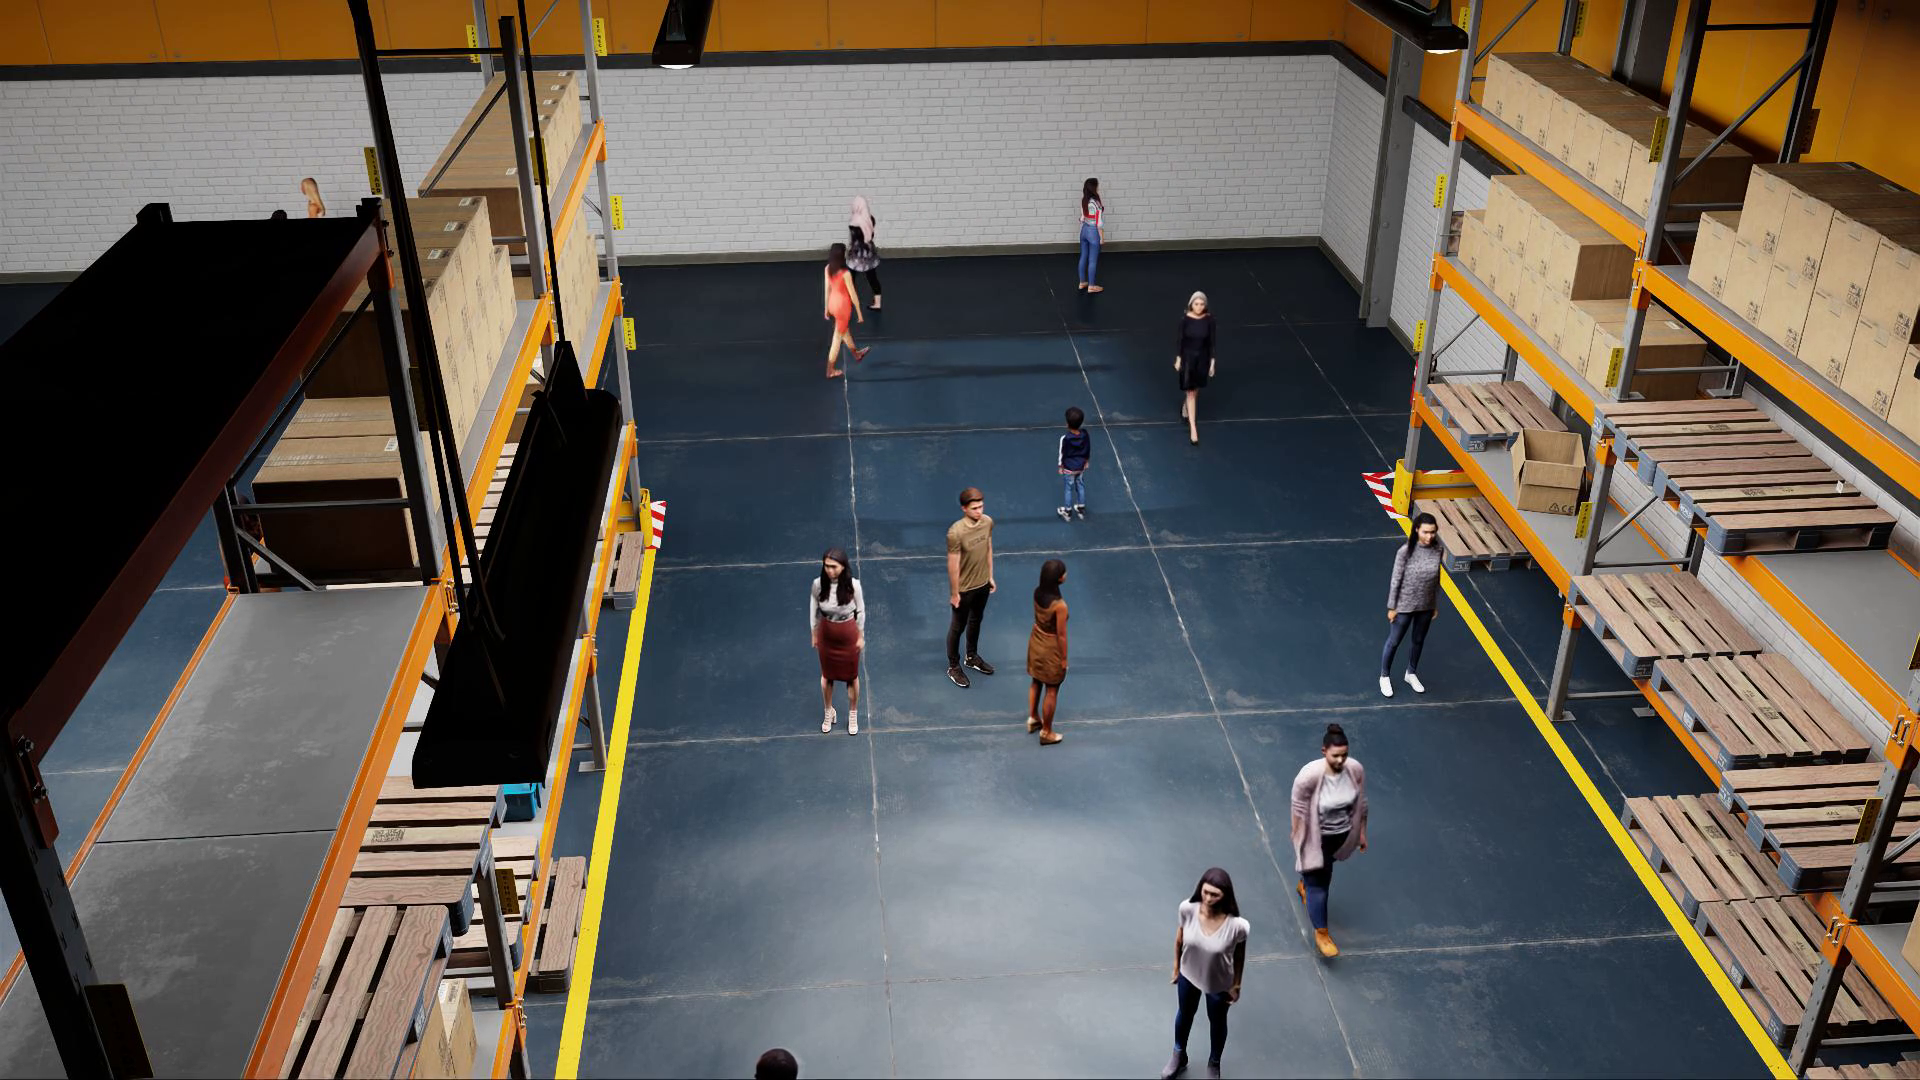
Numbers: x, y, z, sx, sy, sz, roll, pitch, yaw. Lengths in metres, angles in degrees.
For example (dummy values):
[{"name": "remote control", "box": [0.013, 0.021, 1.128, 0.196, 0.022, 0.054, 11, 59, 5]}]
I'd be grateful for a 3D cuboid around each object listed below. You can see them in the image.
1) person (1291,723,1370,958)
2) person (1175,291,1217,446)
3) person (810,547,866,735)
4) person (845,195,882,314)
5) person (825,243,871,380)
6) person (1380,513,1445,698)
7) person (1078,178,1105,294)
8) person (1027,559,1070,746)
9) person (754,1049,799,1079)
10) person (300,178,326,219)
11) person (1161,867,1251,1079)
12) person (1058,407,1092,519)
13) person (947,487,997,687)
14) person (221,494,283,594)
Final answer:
[{"name": "person", "box": [2.537, 1.988, 11.684, 0.830, 1.701, 1.133, -8, 30, -15]}, {"name": "person", "box": [2.680, -2.023, 19.048, 0.612, 1.690, 1.145, -1, 29, -2]}, {"name": "person", "box": [-1.001, 0.836, 13.745, 0.649, 1.749, 0.590, 4, 29, 7]}, {"name": "person", "box": [-1.237, -3.830, 22.454, 1.078, 1.603, 1.053, 19, 34, 30]}, {"name": "person", "box": [-1.521, -2.778, 20.455, 1.075, 1.670, 1.094, 23, 36, 36]}, {"name": "person", "box": [3.910, 0.538, 14.312, 0.644, 1.731, 0.552, -6, 29, -11]}, {"name": "person", "box": [1.828, -4.277, 23.261, 0.725, 1.614, 0.615, -19, 34, -31]}, {"name": "person", "box": [0.722, 0.911, 13.674, 0.693, 1.686, 0.583, -16, 32, -27]}, {"name": "person", "box": [-0.926, 3.418, 8.967, 0.662, 1.793, 0.506, -5, 29, -9]}, {"name": "person", "box": [-8.671, -4.050, 22.651, 0.710, 1.799, 0.591, -6, 29, -12]}, {"name": "person", "box": [1.539, 2.725, 10.350, 0.679, 1.685, 0.691, 13, 31, 22]}, {"name": "person", "box": [1.181, -0.811, 17.316, 0.577, 1.223, 0.565, -12, 31, -21]}, {"name": "person", "box": [0.090, 0.372, 14.491, 0.748, 1.851, 0.779, -25, 37, -37]}, {"name": "person", "box": [-6.188, 0.368, 14.635, 0.757, 1.720, 0.725, -13, 31, -23]}]
